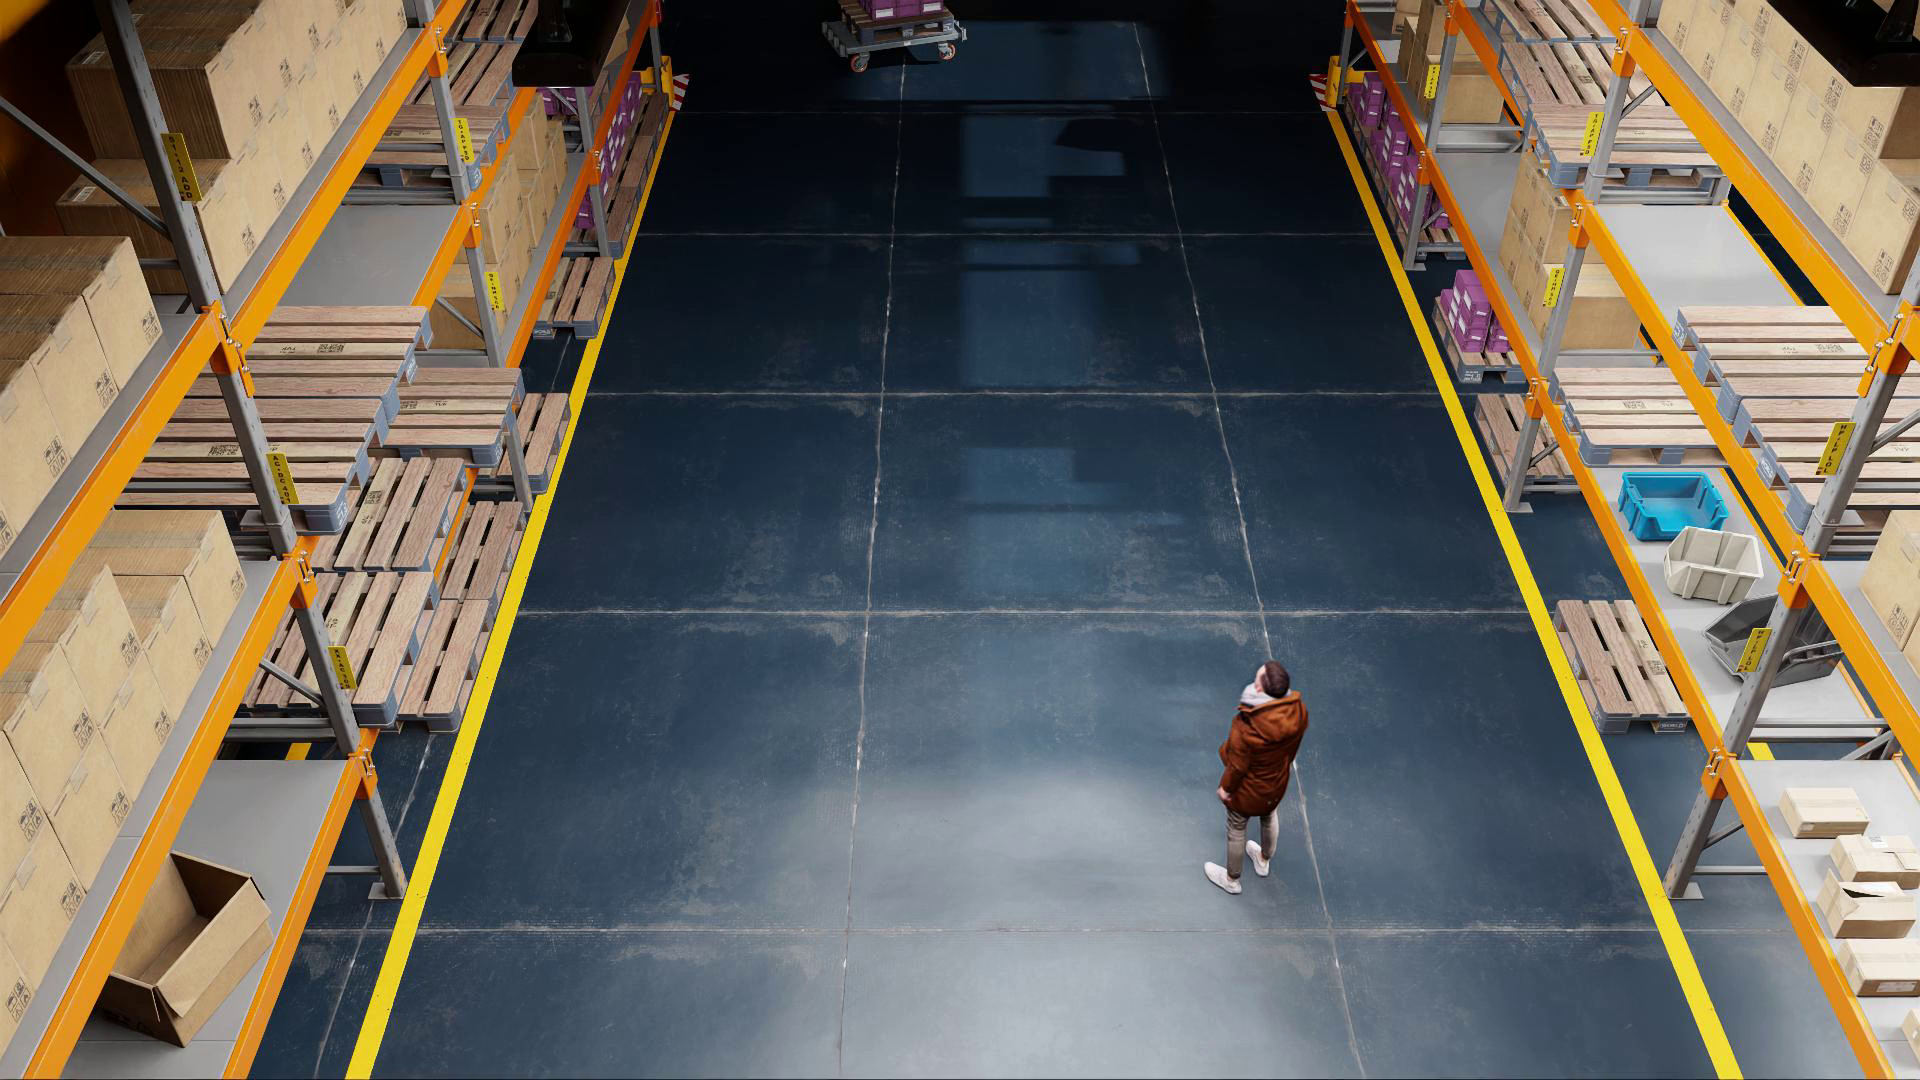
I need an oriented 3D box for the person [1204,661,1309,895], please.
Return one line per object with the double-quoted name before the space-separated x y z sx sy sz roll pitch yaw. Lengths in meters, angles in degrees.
"person" 1.808 1.436 10.084 0.847 1.839 0.883 -21 43 -24
